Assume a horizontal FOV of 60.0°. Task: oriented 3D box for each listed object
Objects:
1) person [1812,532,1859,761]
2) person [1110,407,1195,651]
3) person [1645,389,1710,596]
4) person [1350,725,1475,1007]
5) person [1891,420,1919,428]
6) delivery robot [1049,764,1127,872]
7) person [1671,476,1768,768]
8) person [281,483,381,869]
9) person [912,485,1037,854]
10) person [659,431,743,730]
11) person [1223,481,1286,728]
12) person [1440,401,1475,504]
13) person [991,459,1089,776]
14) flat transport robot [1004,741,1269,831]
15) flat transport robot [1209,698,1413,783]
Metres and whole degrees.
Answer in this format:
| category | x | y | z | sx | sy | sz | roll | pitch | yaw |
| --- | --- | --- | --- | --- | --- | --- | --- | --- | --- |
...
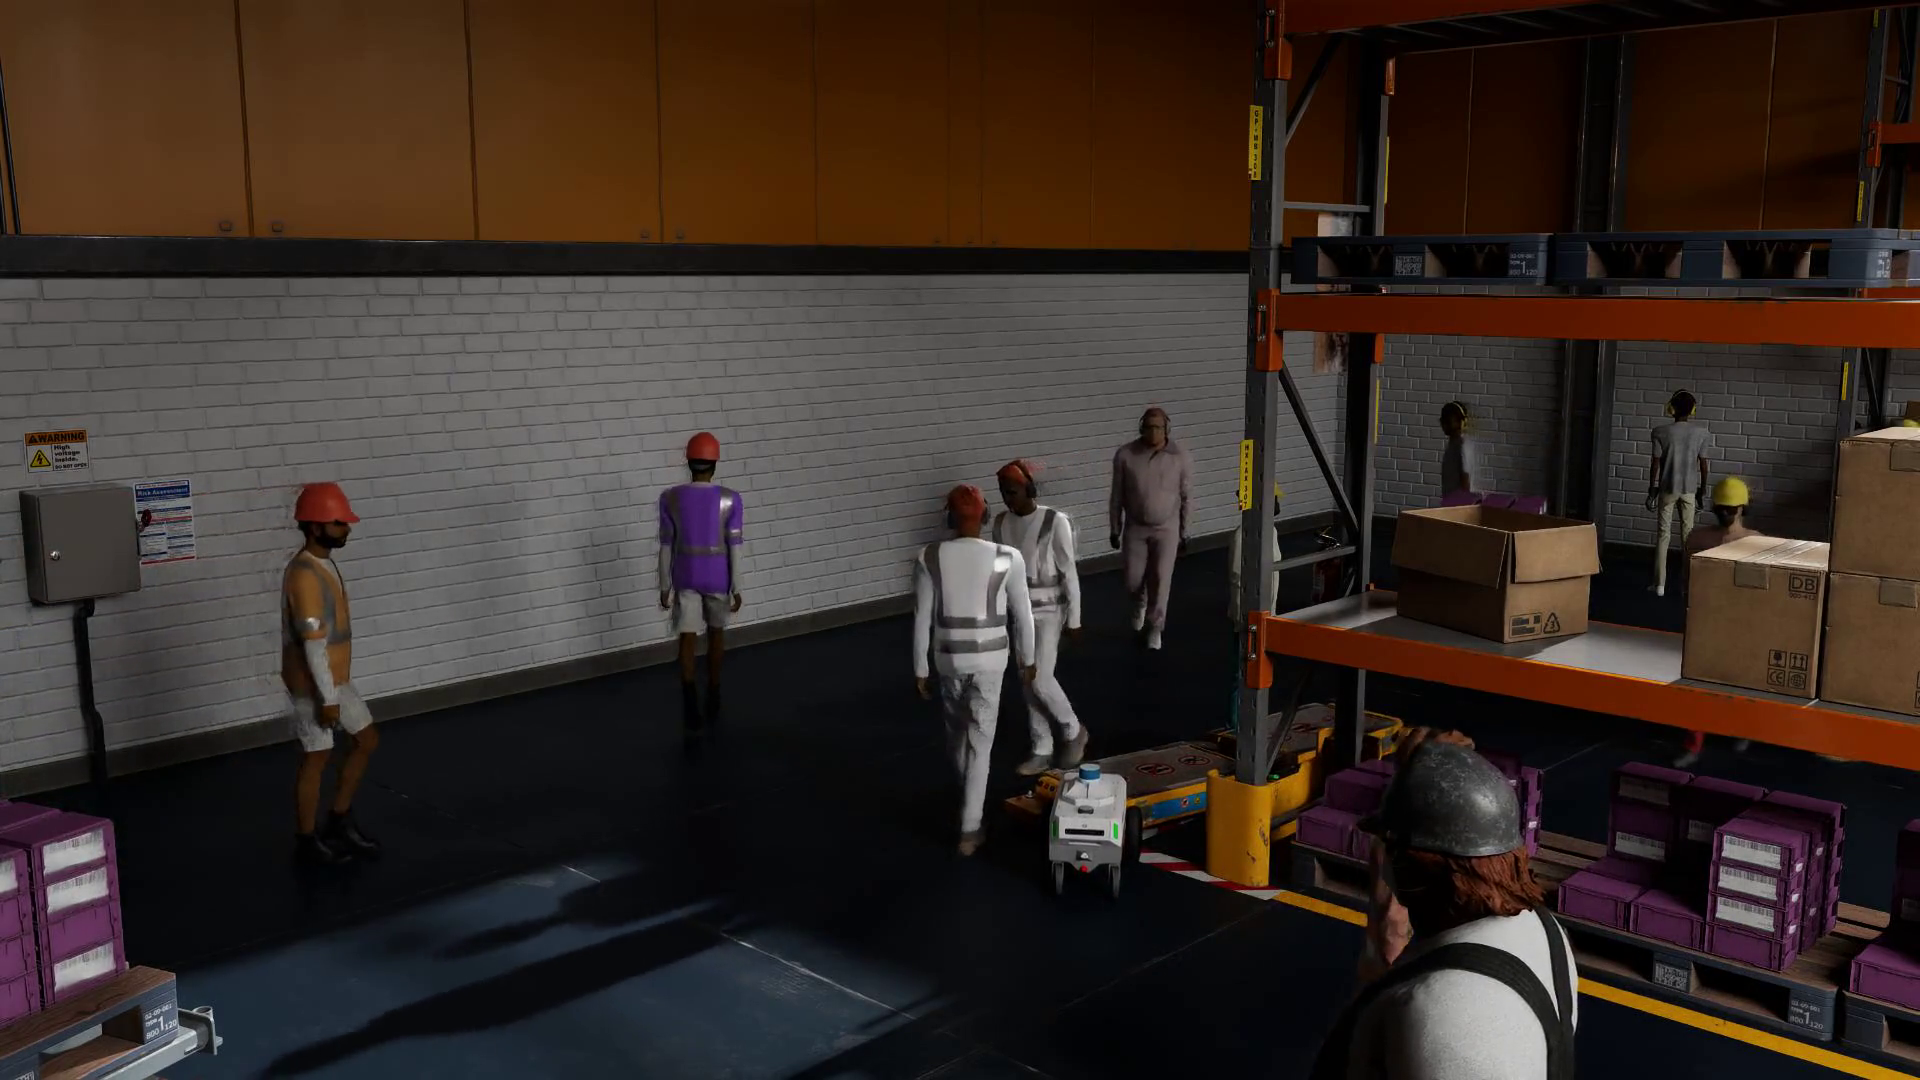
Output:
| category | x | y | z | sx | sy | sz | roll | pitch | yaw |
| --- | --- | --- | --- | --- | --- | --- | --- | --- | --- |
| person | 5.371 | 0.418 | 9.981 | 0.436 | 1.839 | 0.642 | 1 | 9 | 8 |
| person | 1.507 | -0.107 | 13.020 | 0.662 | 1.888 | 0.555 | 2 | 9 | 10 |
| person | 6.463 | -0.421 | 15.004 | 0.514 | 1.876 | 0.328 | 2 | 10 | 13 |
| person | 1.398 | 1.343 | 5.041 | 0.853 | 1.587 | 0.539 | 9 | 13 | 43 |
| person | 6.578 | 0.092 | 11.798 | 0.601 | 1.895 | 0.886 | -4 | 10 | -22 |
| delivery robot | 0.624 | 1.326 | 8.038 | 0.477 | 0.478 | 0.707 | 1 | 9 | 8 |
| person | 4.581 | 0.474 | 9.942 | 0.532 | 1.739 | 0.778 | 9 | 13 | 43 |
| person | -3.057 | 0.676 | 8.126 | 0.552 | 1.917 | 0.581 | -2 | 9 | -10 |
| person | 0.084 | 0.625 | 8.679 | 0.603 | 1.835 | 0.957 | 2 | 9 | 11 |
| person | -1.670 | 0.259 | 10.735 | 0.551 | 1.910 | 0.845 | -1 | 9 | -5 |
| person | 1.755 | 0.467 | 9.877 | 0.300 | 1.772 | 0.532 | 6 | 11 | 33 |
| person | 4.150 | -0.255 | 14.078 | 0.406 | 1.841 | 0.600 | 1 | 9 | 6 |
| person | 0.432 | 0.452 | 9.685 | 0.622 | 1.862 | 0.454 | 9 | 13 | 44 |
| flat transport robot | 1.003 | 1.352 | 9.037 | 1.431 | 0.197 | 0.652 | -6 | 11 | -34 |
| flat transport robot | 2.113 | 1.202 | 9.955 | 1.431 | 0.197 | 0.652 | -8 | 12 | -41 |
